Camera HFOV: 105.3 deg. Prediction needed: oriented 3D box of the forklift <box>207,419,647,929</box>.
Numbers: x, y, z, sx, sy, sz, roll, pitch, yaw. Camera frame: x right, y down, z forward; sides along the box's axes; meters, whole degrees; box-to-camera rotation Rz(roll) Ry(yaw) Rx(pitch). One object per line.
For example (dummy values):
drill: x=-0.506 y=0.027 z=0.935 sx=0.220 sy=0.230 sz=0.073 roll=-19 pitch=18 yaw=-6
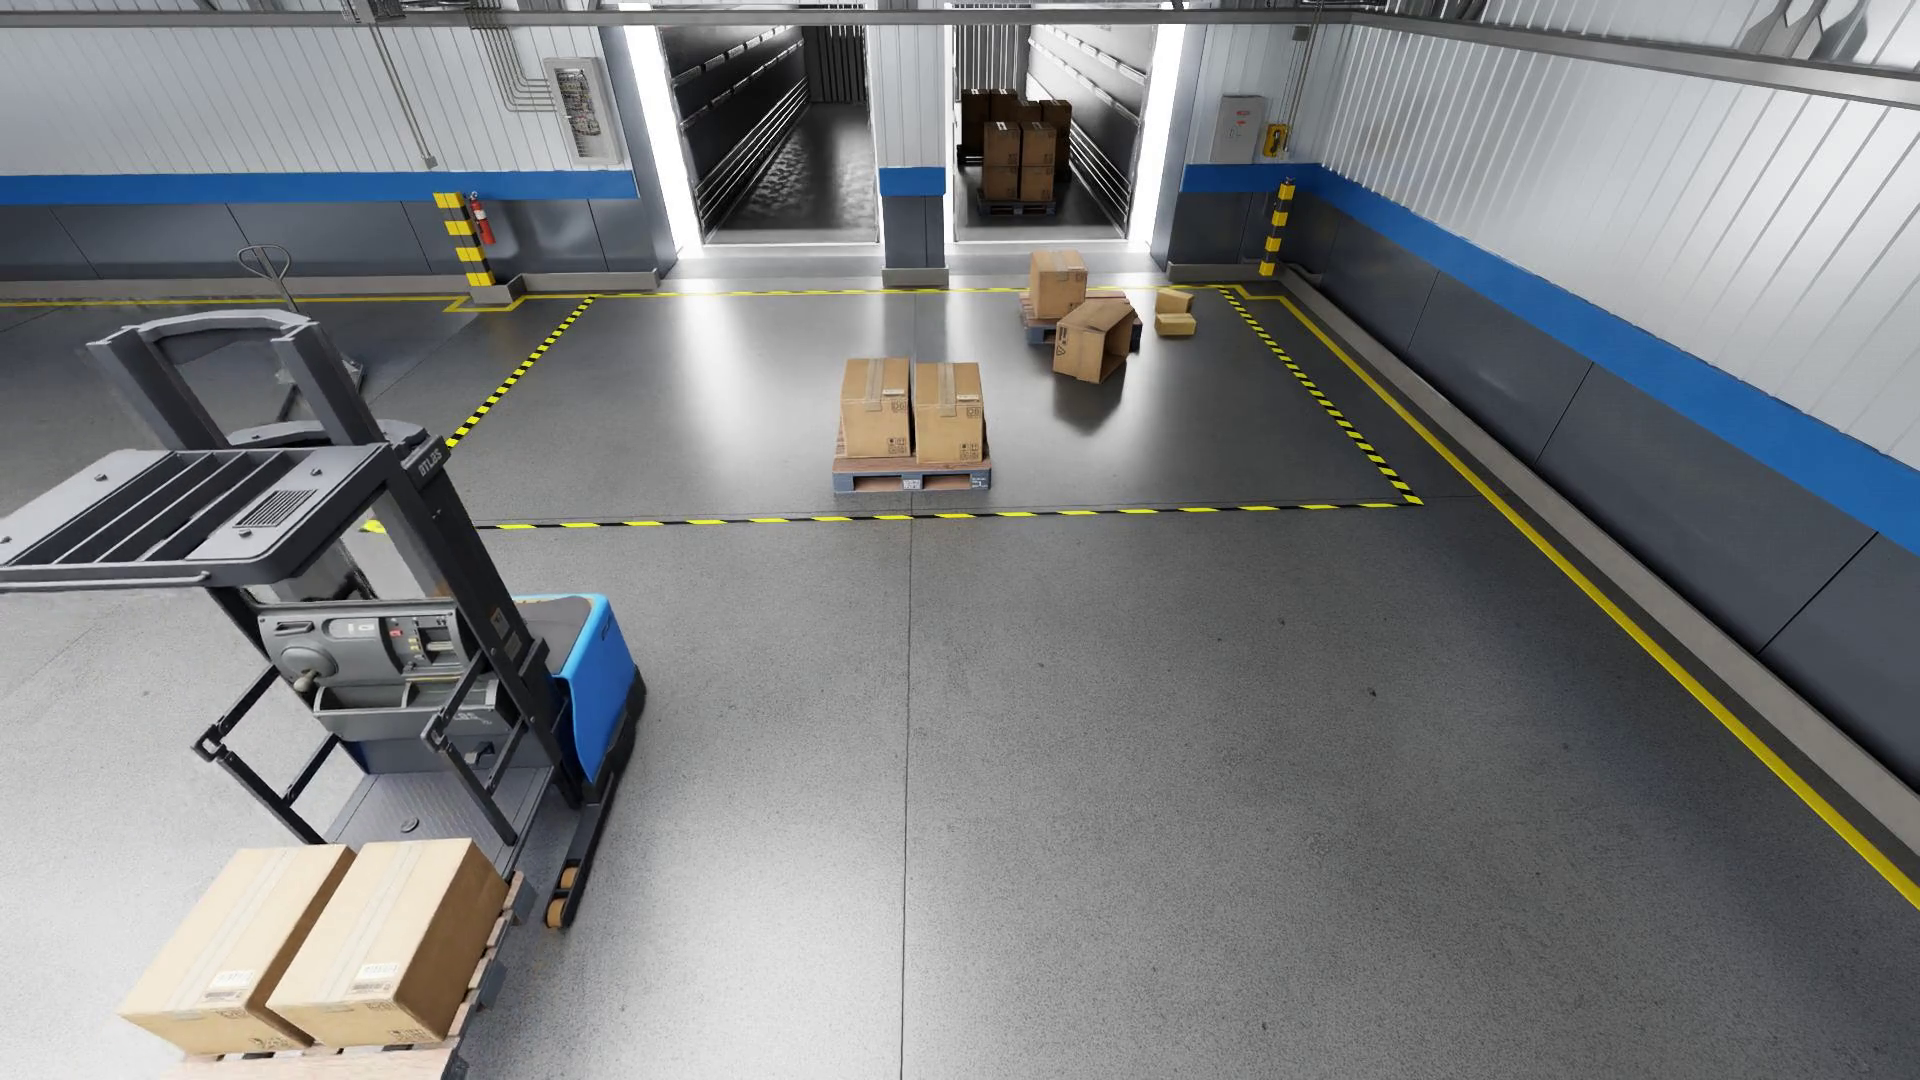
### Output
forklift: x=-2.065 y=0.338 z=3.111 sx=0.716 sy=2.013 sz=0.776 roll=-2 pitch=39 yaw=-2

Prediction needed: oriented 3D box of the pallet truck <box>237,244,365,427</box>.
pallet truck: x=-5.915 y=-1.733 z=6.366 sx=0.680 sy=1.201 sz=1.601 roll=-18 pitch=42 yaw=-21
